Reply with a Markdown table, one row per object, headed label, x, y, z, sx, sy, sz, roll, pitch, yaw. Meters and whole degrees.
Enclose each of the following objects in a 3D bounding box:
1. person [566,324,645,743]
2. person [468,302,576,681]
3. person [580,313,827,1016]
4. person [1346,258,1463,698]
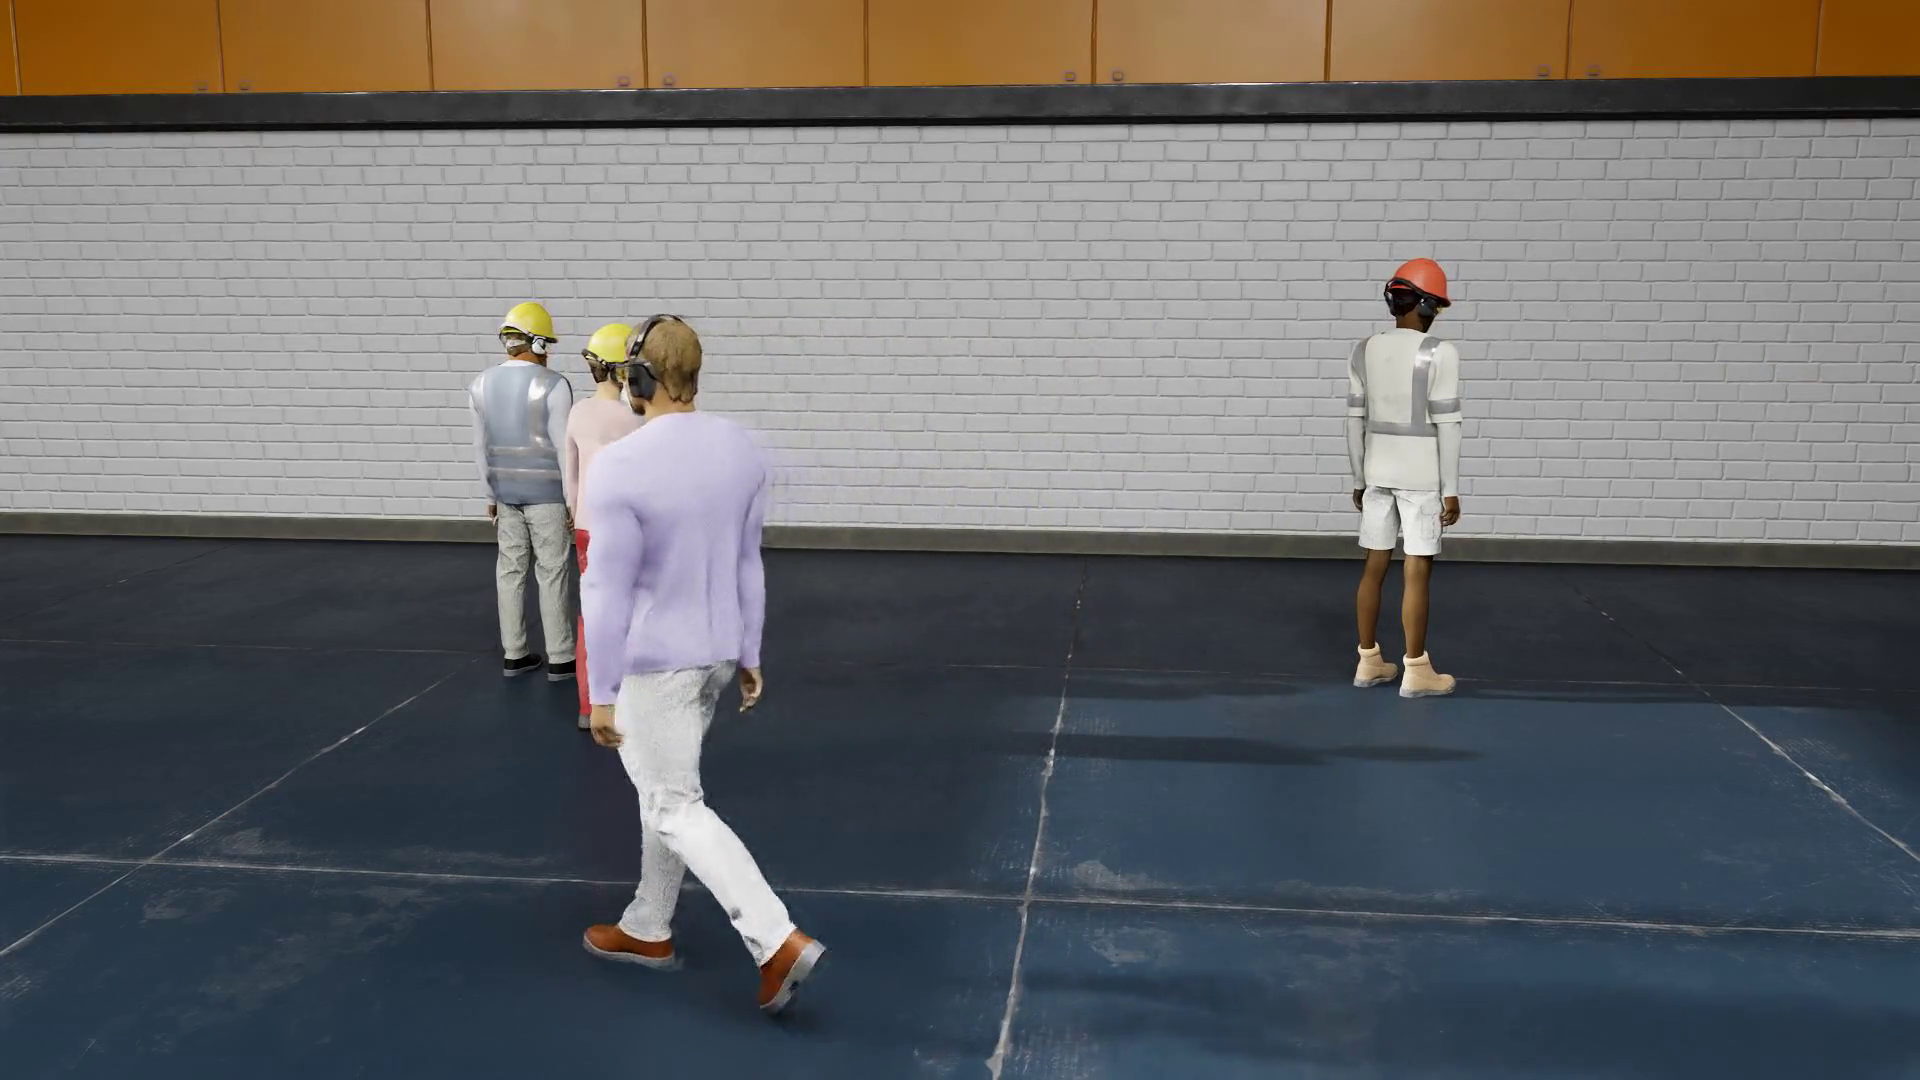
| label | x | y | z | sx | sy | sz | roll | pitch | yaw |
| --- | --- | --- | --- | --- | --- | --- | --- | --- | --- |
| person | -1.454 | -0.029 | 7.068 | 0.533 | 1.767 | 0.326 | 10 | 14 | 44 |
| person | -2.057 | -0.229 | 8.045 | 0.588 | 1.823 | 0.403 | 4 | 11 | 24 |
| person | -0.725 | 0.341 | 4.548 | 0.891 | 1.914 | 0.637 | 6 | 12 | 32 |
| person | 2.091 | -0.287 | 7.778 | 0.389 | 2.034 | 0.605 | -8 | 13 | -38 |
